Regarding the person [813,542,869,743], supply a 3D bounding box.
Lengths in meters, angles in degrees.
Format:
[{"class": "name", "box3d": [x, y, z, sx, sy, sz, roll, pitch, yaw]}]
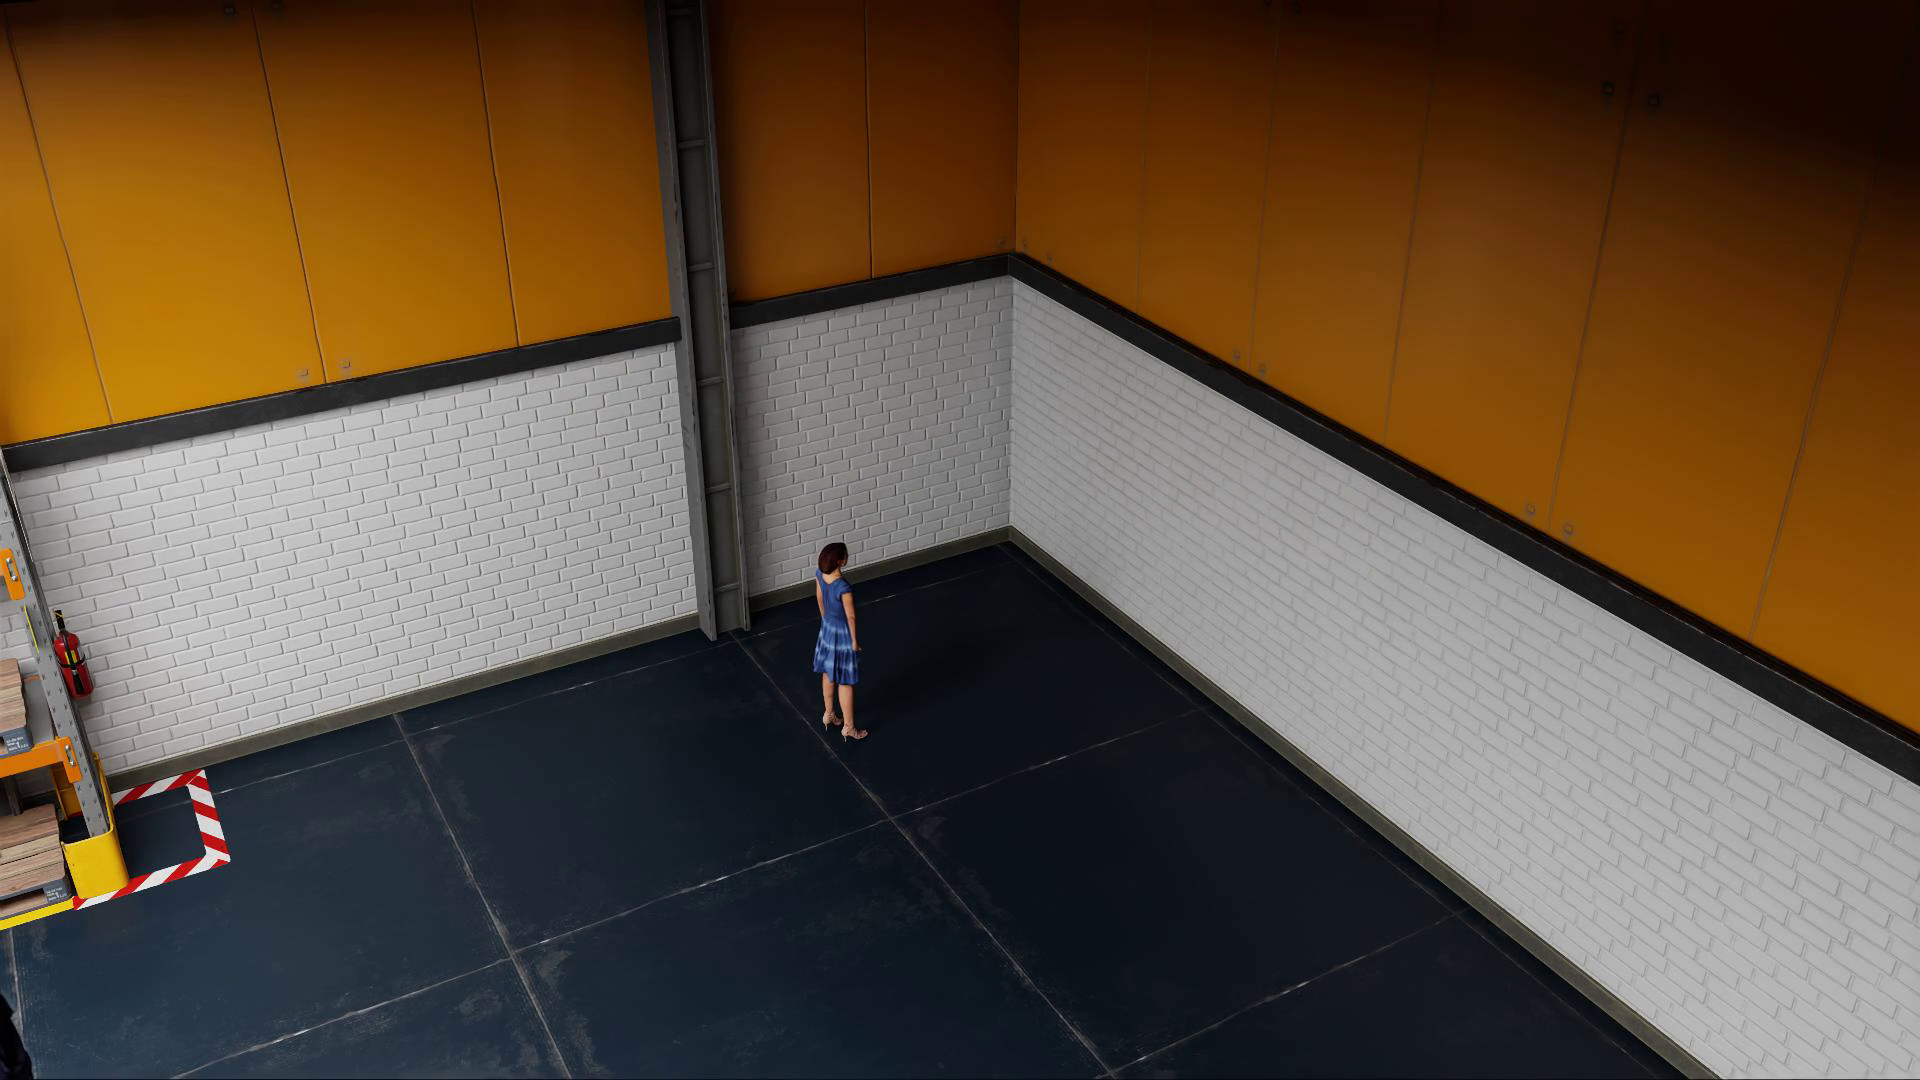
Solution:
[{"class": "person", "box3d": [-0.974, 0.815, 13.494, 0.627, 1.806, 0.706, -22, 36, -35]}]
